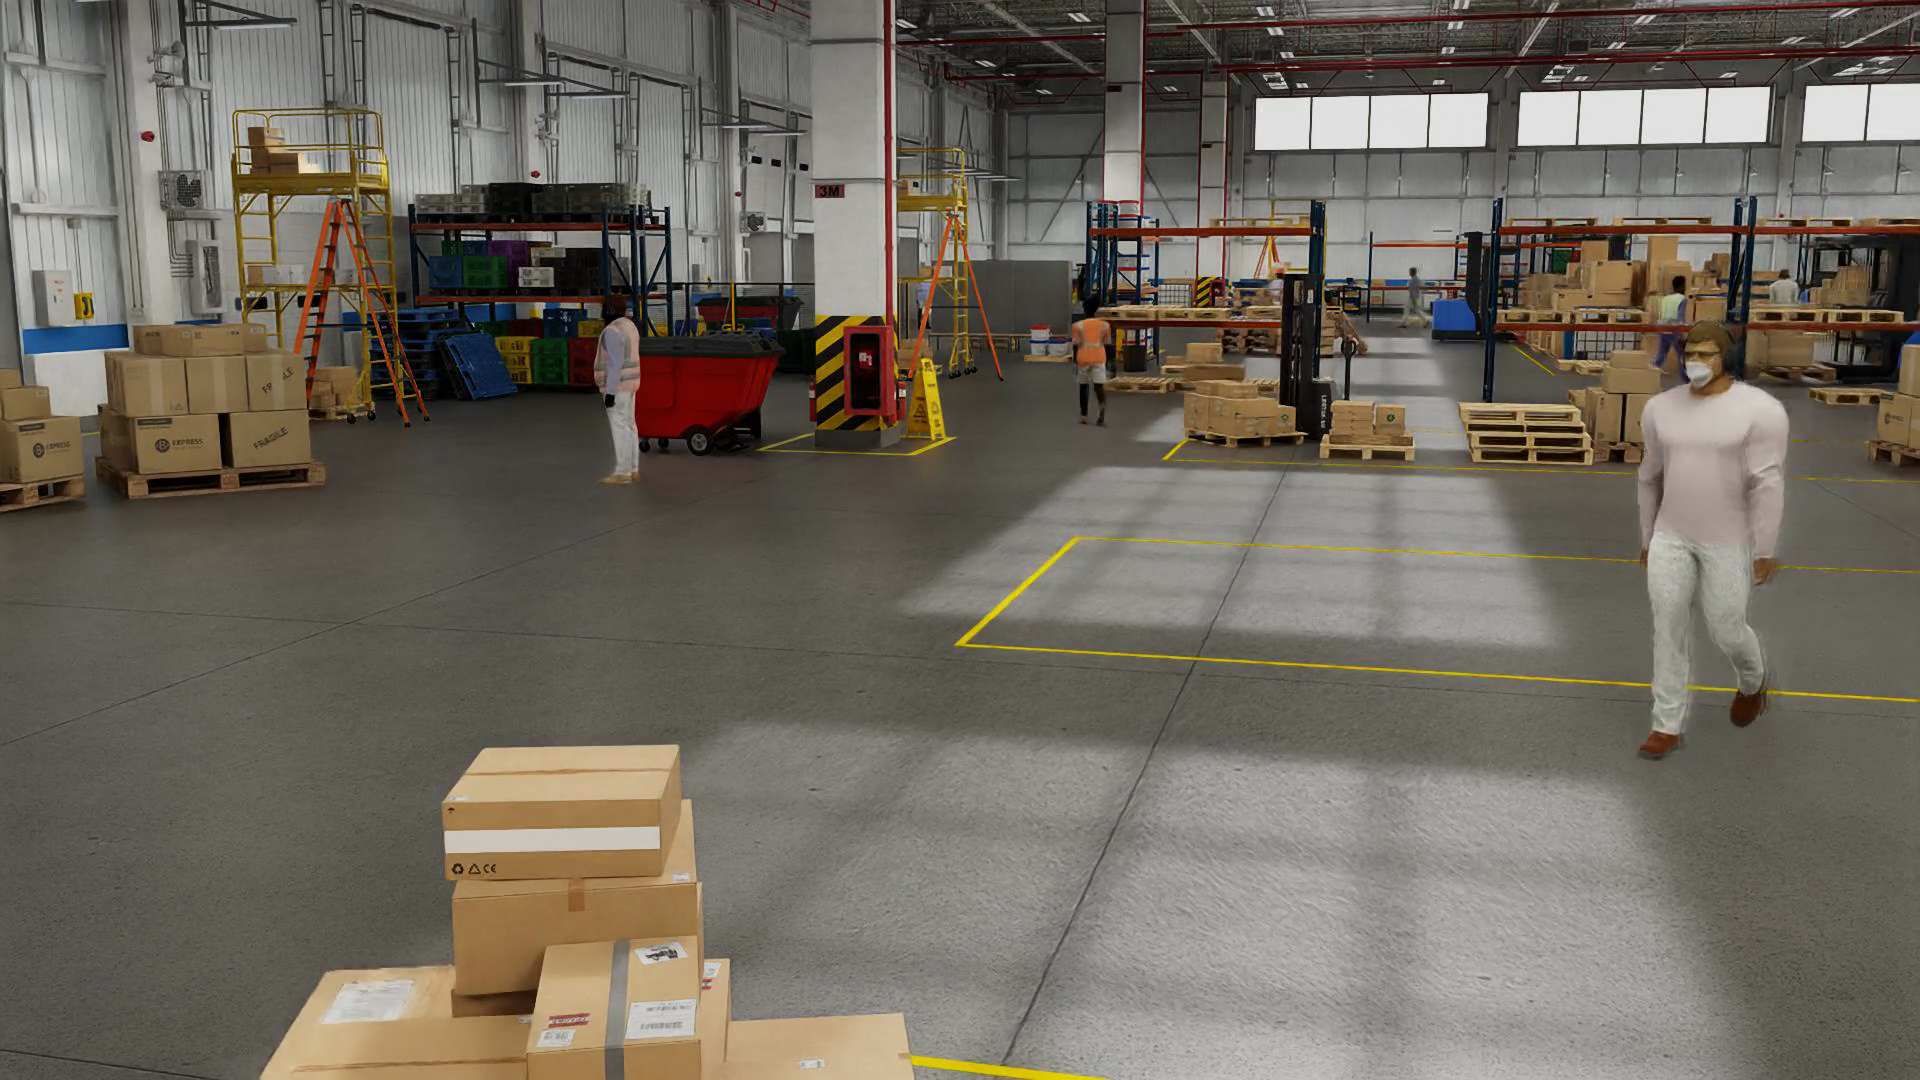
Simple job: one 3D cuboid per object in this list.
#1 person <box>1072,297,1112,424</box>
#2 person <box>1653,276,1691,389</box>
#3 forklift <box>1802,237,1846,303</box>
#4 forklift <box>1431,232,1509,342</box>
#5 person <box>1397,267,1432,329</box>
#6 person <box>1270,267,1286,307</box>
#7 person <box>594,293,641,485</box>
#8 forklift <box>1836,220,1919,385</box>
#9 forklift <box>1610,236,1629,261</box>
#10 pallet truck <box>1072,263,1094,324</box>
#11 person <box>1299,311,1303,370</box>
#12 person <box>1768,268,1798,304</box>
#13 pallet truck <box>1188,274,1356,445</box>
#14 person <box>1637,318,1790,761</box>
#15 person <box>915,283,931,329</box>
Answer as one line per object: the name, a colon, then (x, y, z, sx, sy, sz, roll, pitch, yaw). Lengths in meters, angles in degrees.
person: (1.712, -2.310, 21.534, 0.538, 1.678, 0.650, -1, 10, -8)
person: (11.701, -3.354, 27.126, 0.994, 1.866, 0.634, -3, 10, -15)
forklift: (27.372, -8.164, 52.473, 1.129, 2.768, 1.873, 2, 10, 14)
forklift: (13.183, -6.527, 42.836, 1.873, 2.768, 1.129, 2, 10, 14)
person: (13.932, -7.389, 50.814, 0.971, 1.905, 0.638, 5, 11, 27)
person: (8.514, -6.283, 44.214, 0.566, 1.916, 0.588, -9, 13, -43)
person: (-3.295, -1.449, 15.991, 0.429, 1.842, 0.633, 1, 10, 5)
forklift: (16.006, -4.045, 28.222, 1.873, 2.768, 1.129, 2, 10, 14)
forklift: (20.278, -7.973, 51.347, 1.873, 2.768, 1.129, 5, 11, 29)
pallet truck: (4.325, -8.180, 55.162, 0.823, 1.965, 1.885, 6, 11, 31)
person: (6.751, -4.127, 32.063, 0.484, 1.739, 0.319, -8, 13, -40)
person: (19.745, -5.554, 39.919, 0.645, 1.922, 0.535, 4, 10, 22)
pallet truck: (3.653, -2.138, 19.590, 1.885, 1.965, 0.823, -4, 10, -20)
person: (3.303, -0.011, 7.305, 0.747, 1.923, 0.635, -9, 13, -42)
person: (-1.089, -7.376, 50.640, 0.543, 1.930, 0.389, -5, 11, -26)
